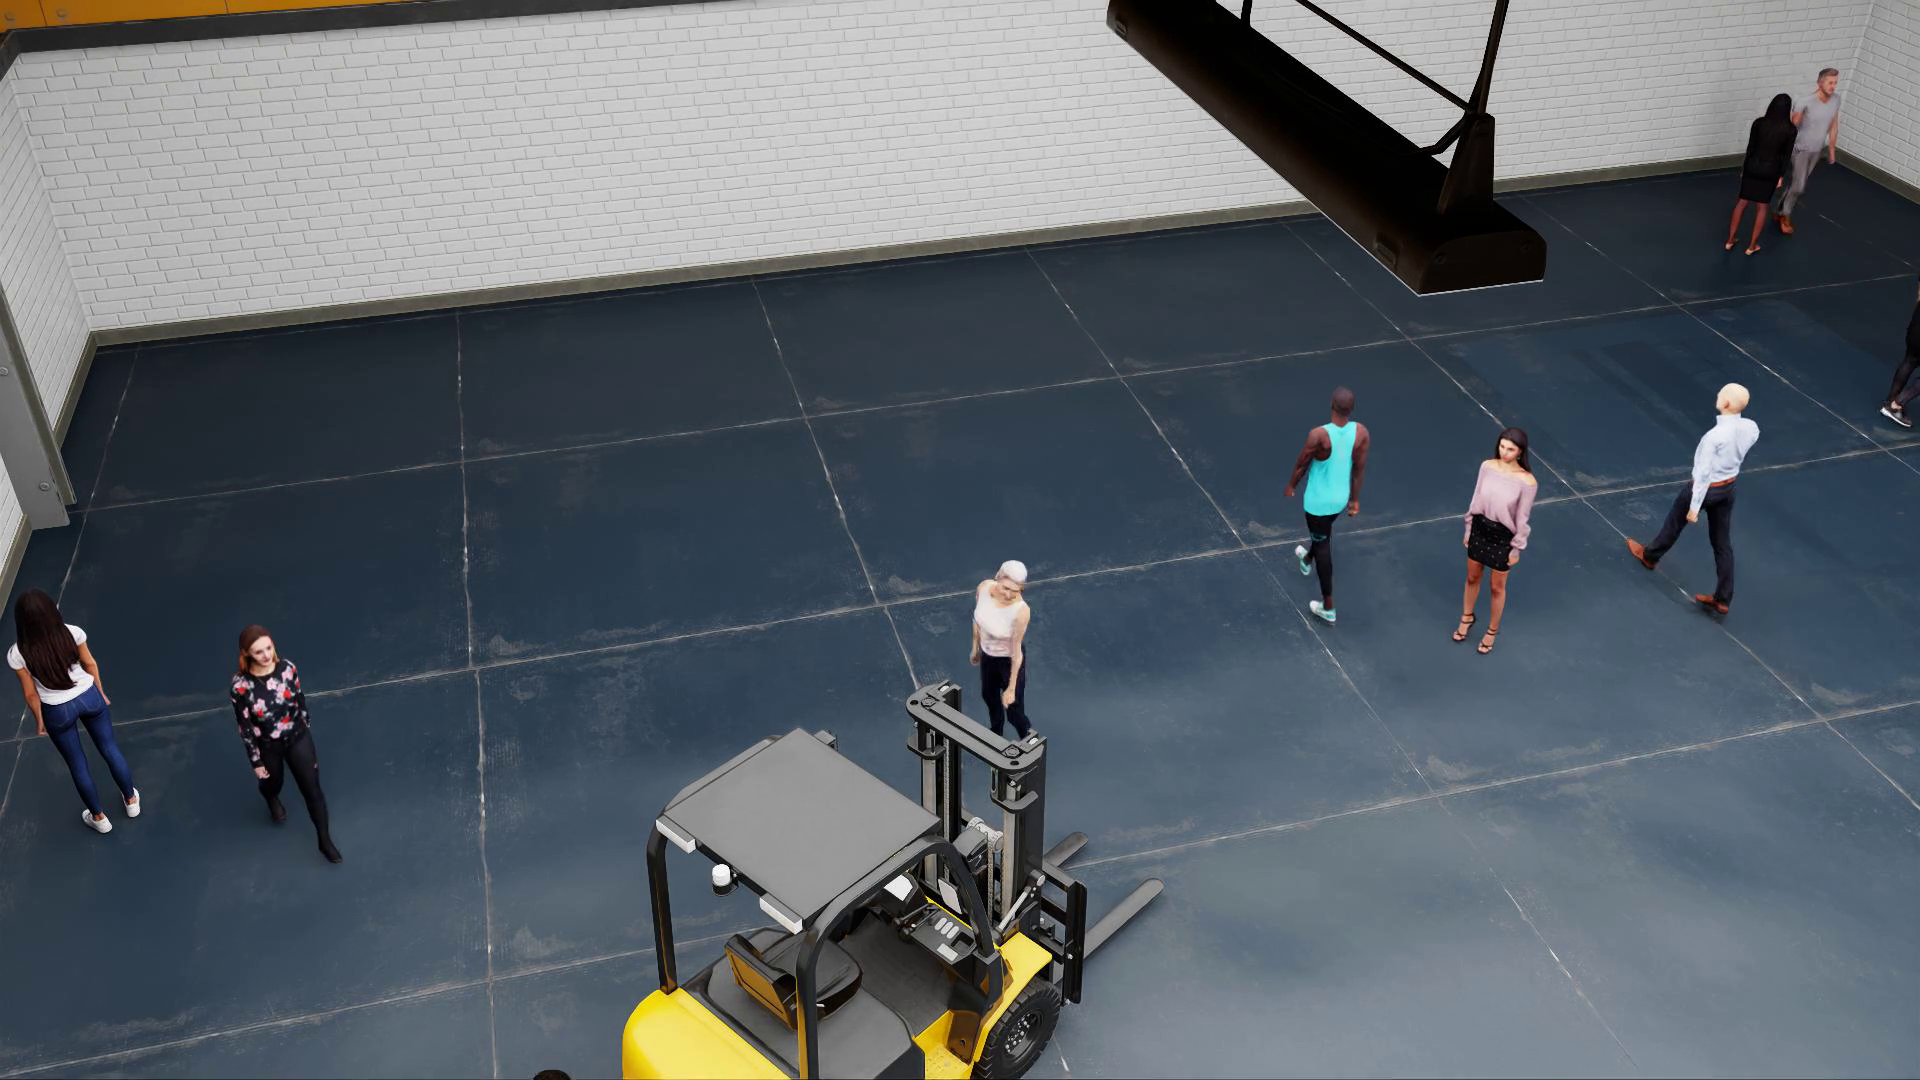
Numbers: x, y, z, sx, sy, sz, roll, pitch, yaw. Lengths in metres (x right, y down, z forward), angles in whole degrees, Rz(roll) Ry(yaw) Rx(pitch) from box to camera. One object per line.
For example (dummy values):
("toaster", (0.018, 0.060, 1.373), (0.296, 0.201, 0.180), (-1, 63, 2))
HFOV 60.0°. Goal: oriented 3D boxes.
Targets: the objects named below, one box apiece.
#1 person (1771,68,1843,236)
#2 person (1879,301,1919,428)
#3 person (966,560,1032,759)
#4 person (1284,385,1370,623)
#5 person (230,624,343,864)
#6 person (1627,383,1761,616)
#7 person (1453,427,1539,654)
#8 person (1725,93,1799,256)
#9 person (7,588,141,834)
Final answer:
("person", (9.166, -4.285, 18.142), (0.717, 1.808, 0.717), (-11, 35, -16))
("person", (8.465, -1.853, 14.448), (0.837, 1.848, 0.620), (-14, 36, -19))
("person", (0.250, 0.770, 10.654), (0.874, 1.680, 0.683), (-11, 35, -16))
("person", (2.687, -0.227, 12.074), (0.656, 1.769, 1.114), (-7, 34, -10))
("person", (-4.152, 1.191, 10.042), (0.847, 1.657, 1.095), (-24, 41, -32))
("person", (5.545, -0.271, 12.165), (0.770, 1.741, 1.280), (-13, 36, -19))
("person", (3.761, 0.000, 11.694), (0.755, 1.810, 0.634), (-29, 43, -36))
("person", (8.503, -3.895, 17.635), (0.648, 1.722, 0.728), (21, 39, 28))
("person", (-5.414, 1.040, 10.162), (0.665, 1.775, 0.666), (-27, 42, -35))
